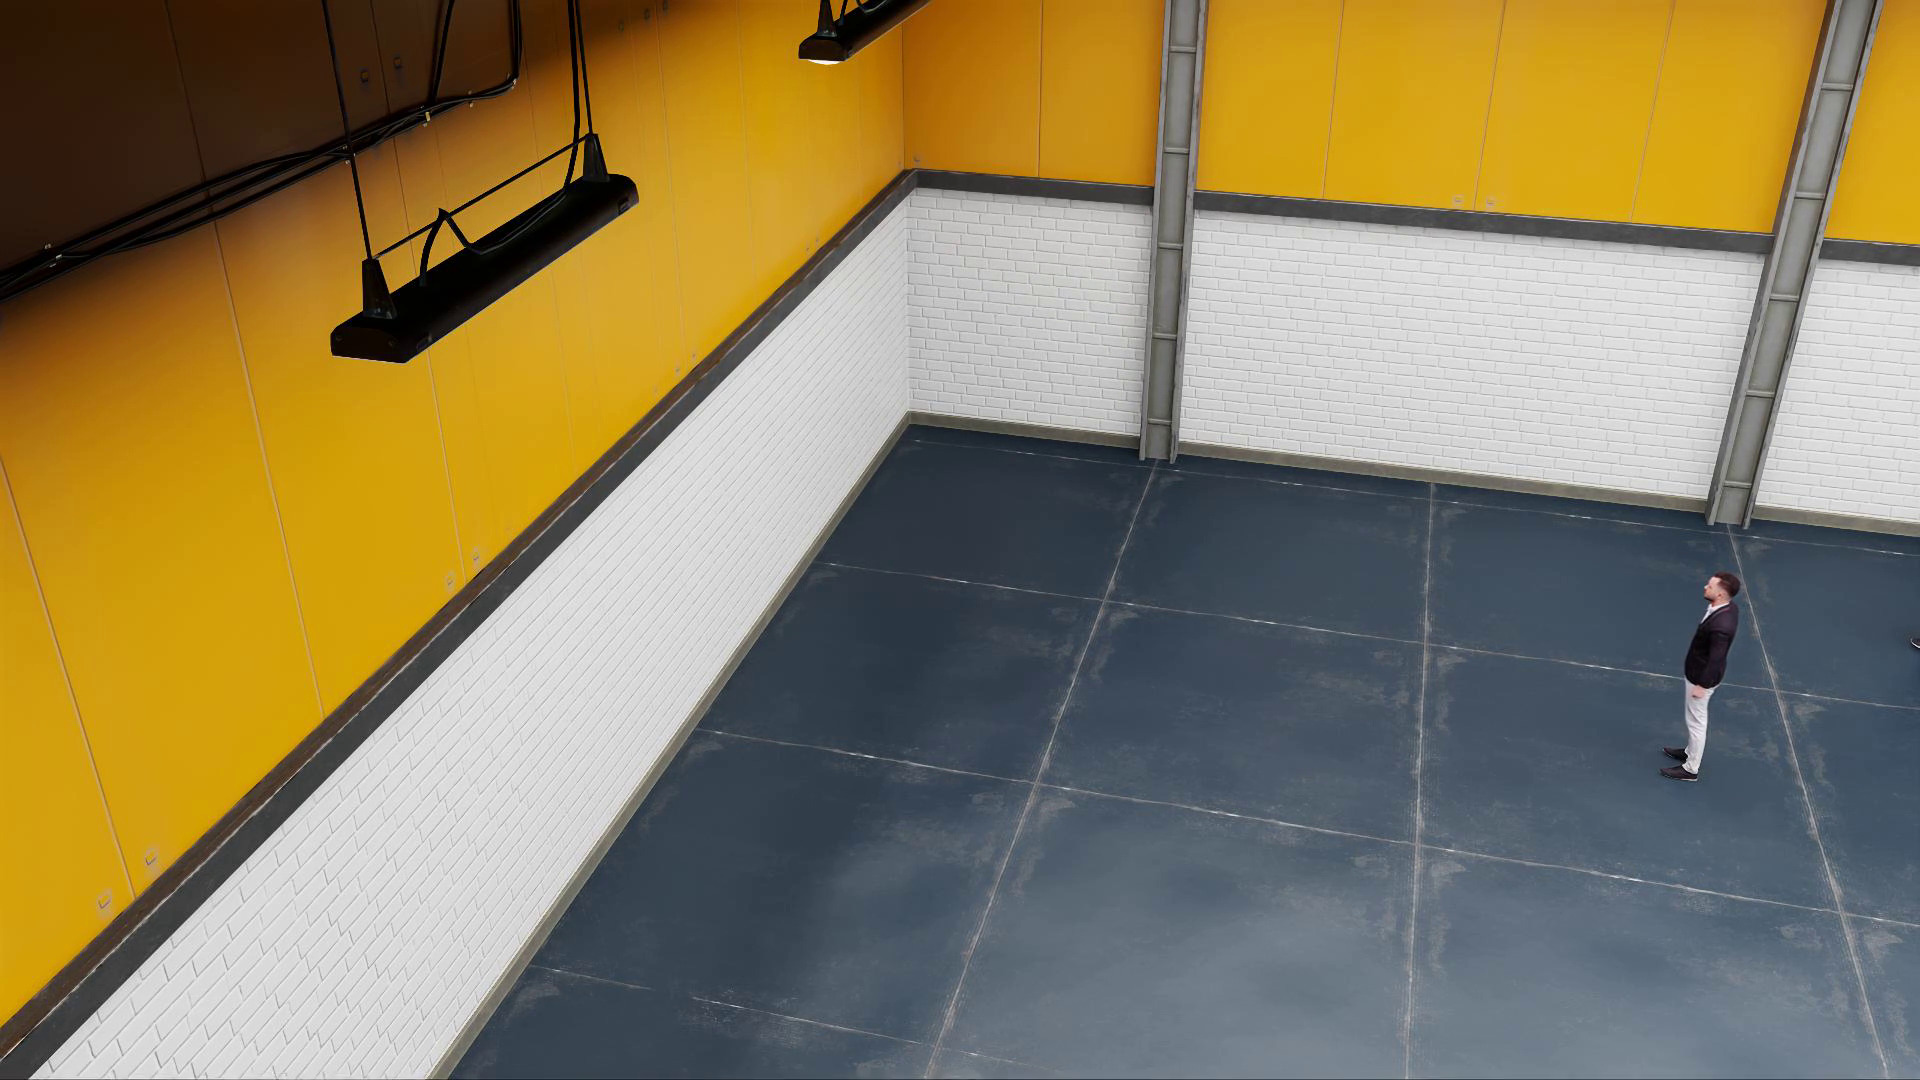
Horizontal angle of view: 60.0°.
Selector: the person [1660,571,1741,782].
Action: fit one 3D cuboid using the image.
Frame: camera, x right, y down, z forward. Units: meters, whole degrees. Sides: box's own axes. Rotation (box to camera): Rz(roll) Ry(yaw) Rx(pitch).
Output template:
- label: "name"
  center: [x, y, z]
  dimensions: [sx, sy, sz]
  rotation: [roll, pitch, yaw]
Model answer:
- label: "person"
  center: [5.908, 1.071, 13.176]
  dimensions: [0.613, 1.842, 0.708]
  rotation: [14, 32, 25]
